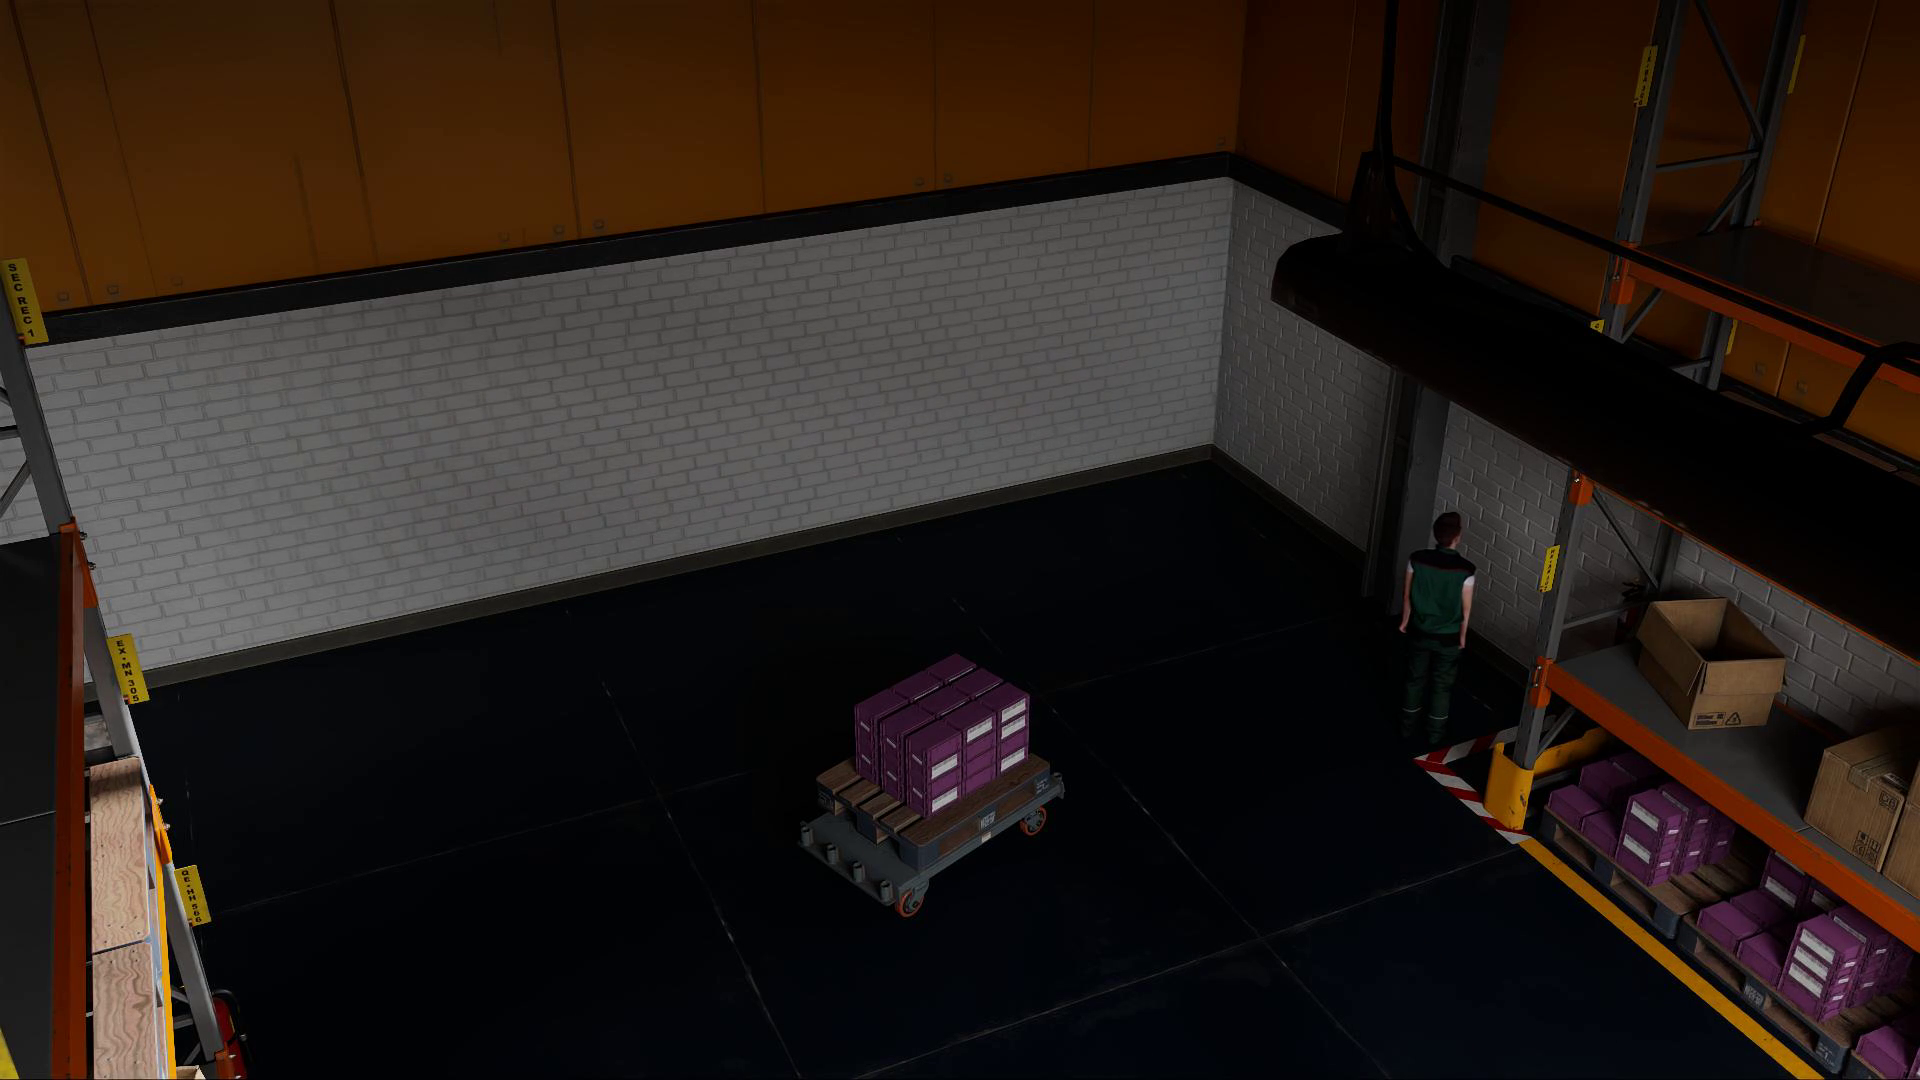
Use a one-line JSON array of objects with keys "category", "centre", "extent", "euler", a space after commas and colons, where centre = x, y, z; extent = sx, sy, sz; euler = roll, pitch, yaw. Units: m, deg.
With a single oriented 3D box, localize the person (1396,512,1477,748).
[{"category": "person", "centre": [3.386, 0.636, 11.848], "extent": [0.714, 1.838, 0.802], "euler": [15, 32, 25]}]
